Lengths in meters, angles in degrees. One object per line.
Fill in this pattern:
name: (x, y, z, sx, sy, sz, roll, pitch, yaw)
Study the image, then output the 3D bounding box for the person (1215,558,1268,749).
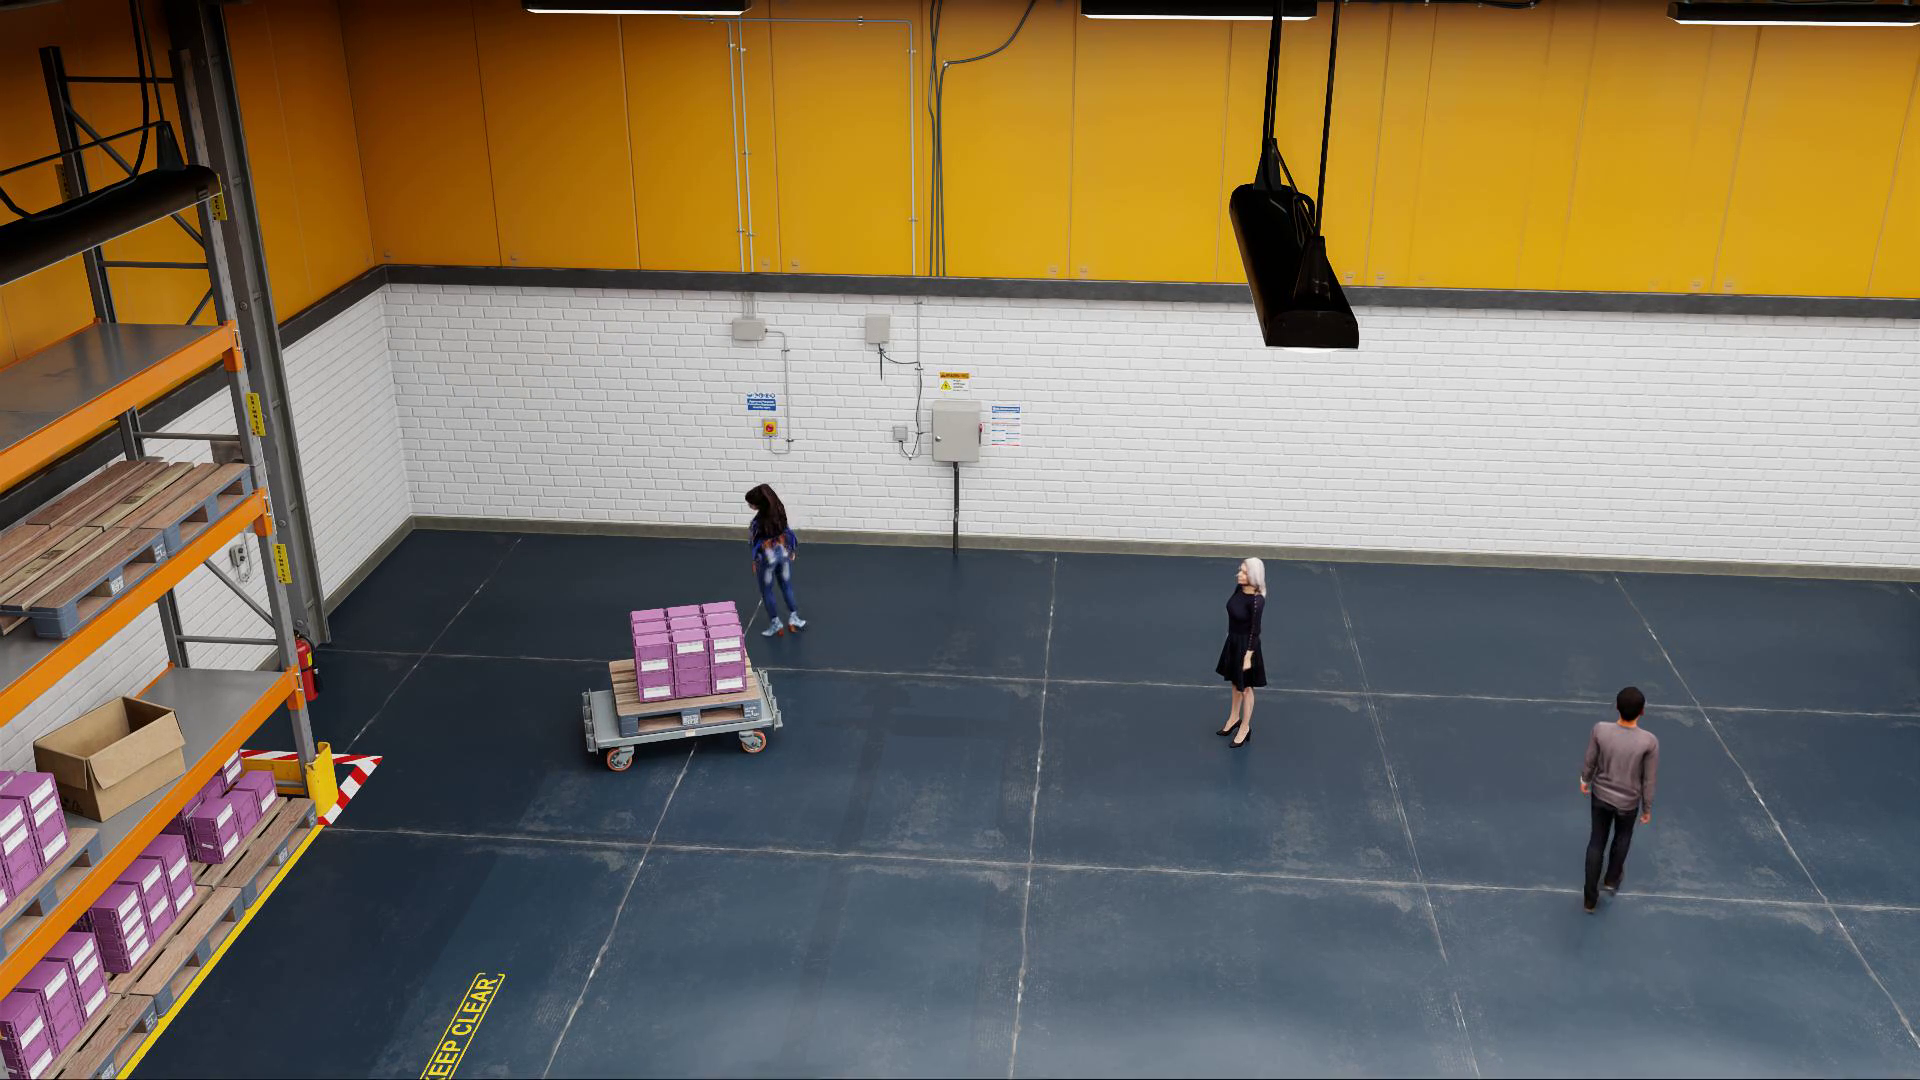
person: (2.418, 0.947, 14.253, 0.739, 1.748, 0.627, -7, 25, -17)

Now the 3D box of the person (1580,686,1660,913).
person: (4.718, 1.914, 12.042, 0.880, 1.748, 0.978, 9, 25, 20)

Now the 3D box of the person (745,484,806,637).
person: (-1.767, 0.179, 16.179, 0.755, 1.613, 0.841, -15, 28, -31)
